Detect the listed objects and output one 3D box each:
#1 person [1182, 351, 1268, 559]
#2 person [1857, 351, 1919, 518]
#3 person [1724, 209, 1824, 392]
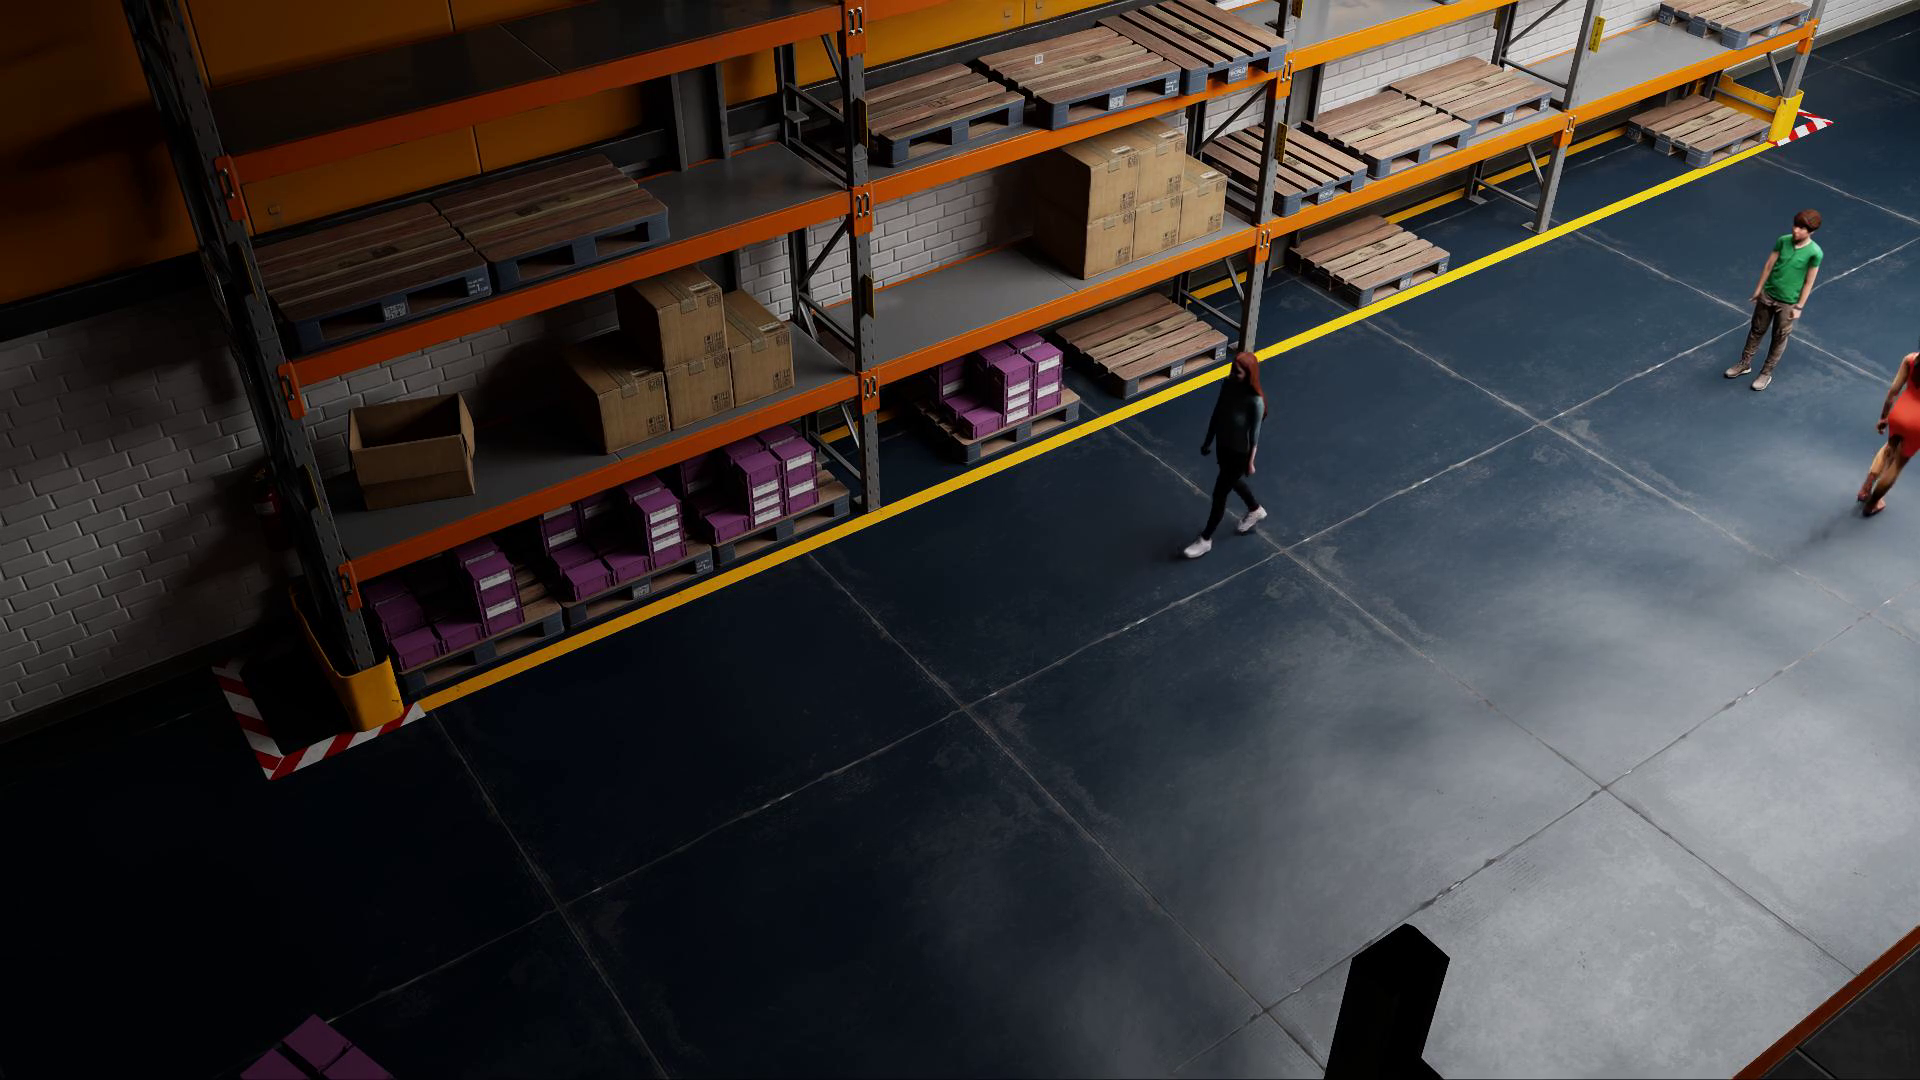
[{"bbox_3d":[2.075,-0.673,12.335,1.052,1.724,0.680,-17,42,-20],"label":"person"},{"bbox_3d":[7.148,-0.856,12.578,0.568,1.706,0.595,-23,44,-26],"label":"person"},{"bbox_3d":[6.987,-2.069,14.142,0.525,1.650,0.587,-25,45,-28],"label":"person"}]
